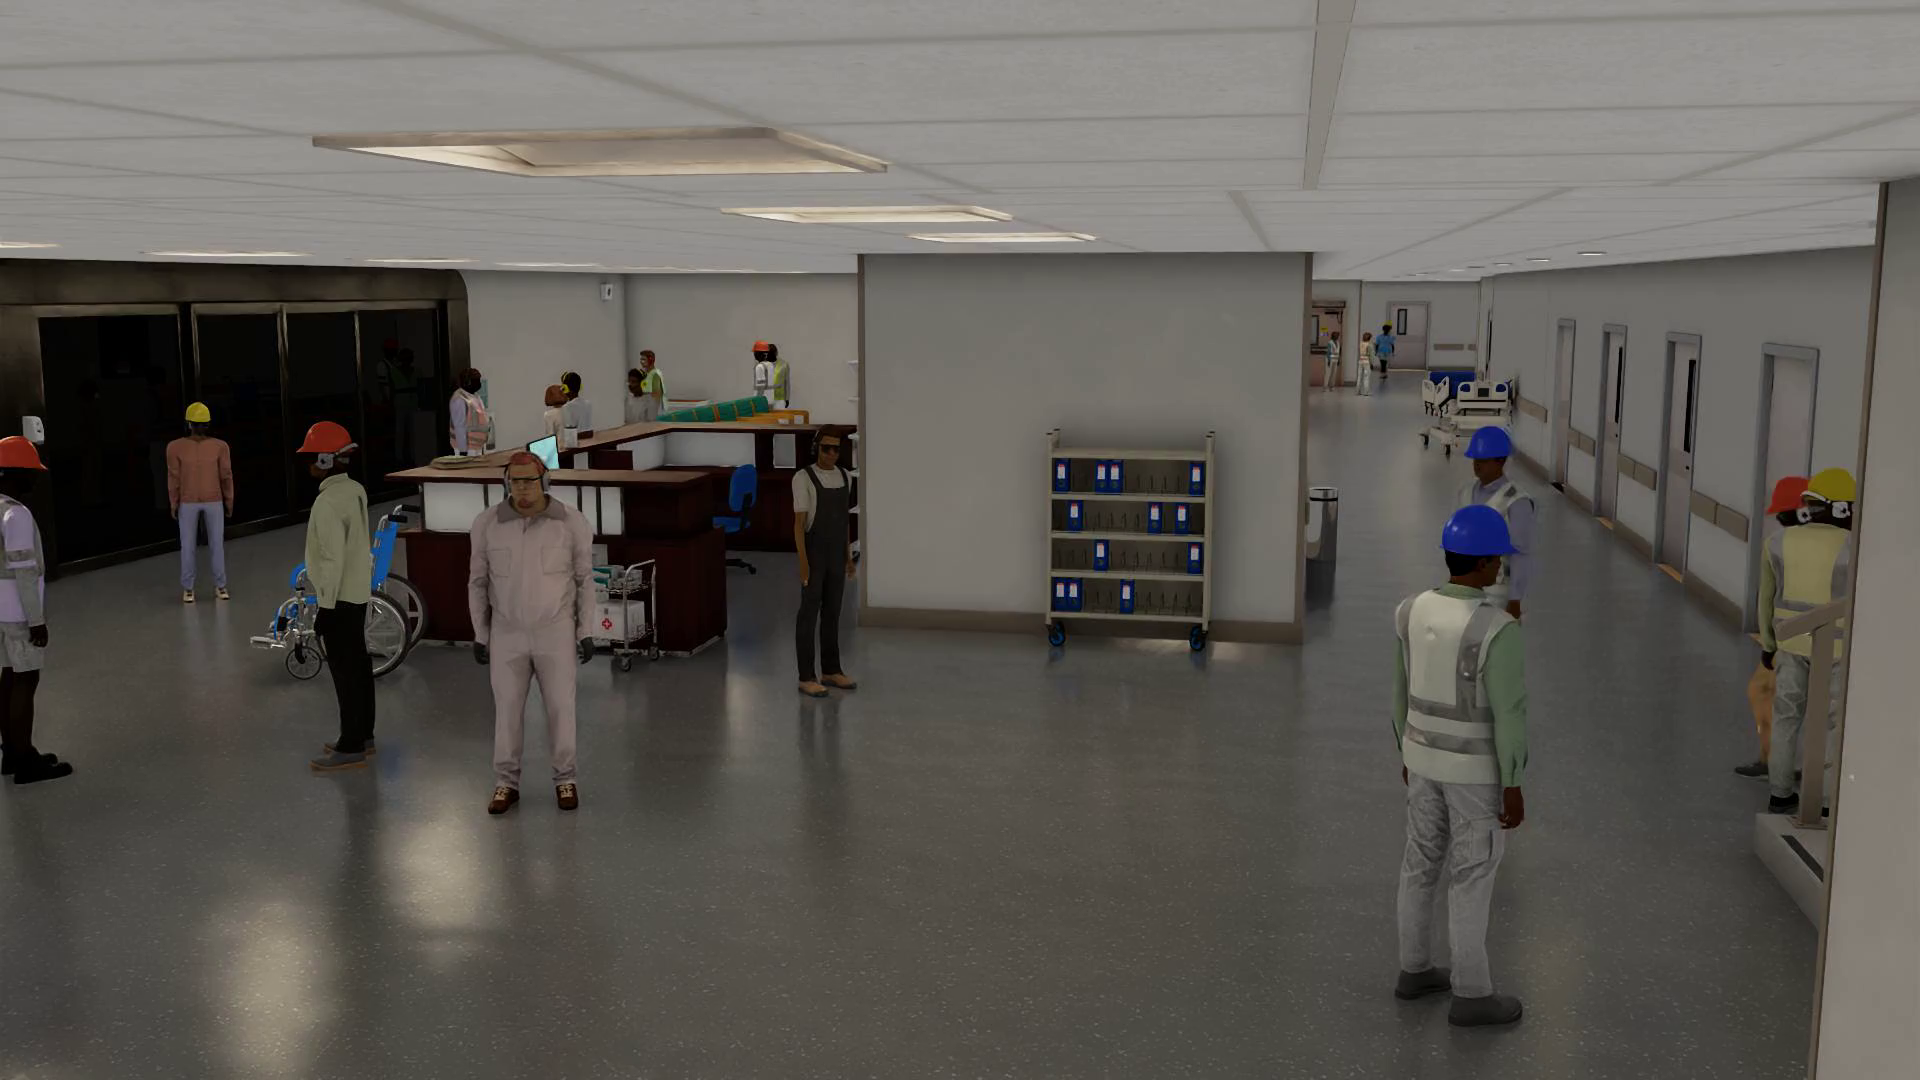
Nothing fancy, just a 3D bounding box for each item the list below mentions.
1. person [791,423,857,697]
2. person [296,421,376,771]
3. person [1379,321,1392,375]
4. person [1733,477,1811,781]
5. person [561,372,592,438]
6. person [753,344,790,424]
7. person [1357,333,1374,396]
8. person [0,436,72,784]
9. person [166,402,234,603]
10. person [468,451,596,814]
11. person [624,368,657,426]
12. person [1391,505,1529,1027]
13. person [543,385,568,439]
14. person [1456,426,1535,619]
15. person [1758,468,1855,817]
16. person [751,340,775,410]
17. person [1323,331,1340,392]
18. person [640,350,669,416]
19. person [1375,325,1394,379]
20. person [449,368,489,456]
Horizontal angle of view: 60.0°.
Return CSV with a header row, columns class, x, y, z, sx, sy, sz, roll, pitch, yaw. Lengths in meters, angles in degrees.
class,x,y,z,sx,sy,sz,roll,pitch,yaw
person,-0.912,0.128,11.286,0.350,1.842,0.506,8,11,41
person,-3.564,0.316,9.537,0.382,1.995,0.612,-1,9,-6
person,13.695,-6.162,53.390,0.337,1.733,0.480,5,10,32
person,4.574,0.506,9.177,0.609,1.713,0.626,7,11,41
person,-4.123,-0.872,17.854,0.330,1.865,0.518,3,9,17
person,-3.172,-2.393,28.072,0.622,1.835,0.431,-1,9,-7
person,10.468,-4.535,42.946,0.318,1.630,0.514,-5,10,-32
person,-5.246,0.386,9.297,0.545,1.929,0.390,8,11,41
person,-6.667,-0.333,14.629,0.529,1.761,0.334,-5,10,-30
person,-2.238,0.484,8.715,0.644,1.907,0.400,-1,9,-8
person,-3.664,-1.023,18.868,0.551,1.859,0.535,7,11,41
person,1.878,0.835,6.240,0.389,1.946,0.614,-5,10,-28
person,-4.677,-0.988,19.385,0.269,1.631,0.508,4,9,25
person,3.159,0.274,10.013,0.436,1.930,0.639,-4,9,-23
person,4.436,0.542,8.591,0.404,1.828,0.592,-6,11,-37
person,-3.137,-2.195,26.383,0.361,1.939,0.543,2,9,13
person,9.986,-4.773,44.540,0.529,1.628,0.321,-8,11,-41
person,-4.604,-1.939,25.047,0.387,1.837,0.560,-4,10,-27
person,13.032,-5.761,51.001,0.541,1.641,0.943,-1,9,-4
person,-5.736,-1.097,19.473,0.431,1.833,0.626,0,9,2
